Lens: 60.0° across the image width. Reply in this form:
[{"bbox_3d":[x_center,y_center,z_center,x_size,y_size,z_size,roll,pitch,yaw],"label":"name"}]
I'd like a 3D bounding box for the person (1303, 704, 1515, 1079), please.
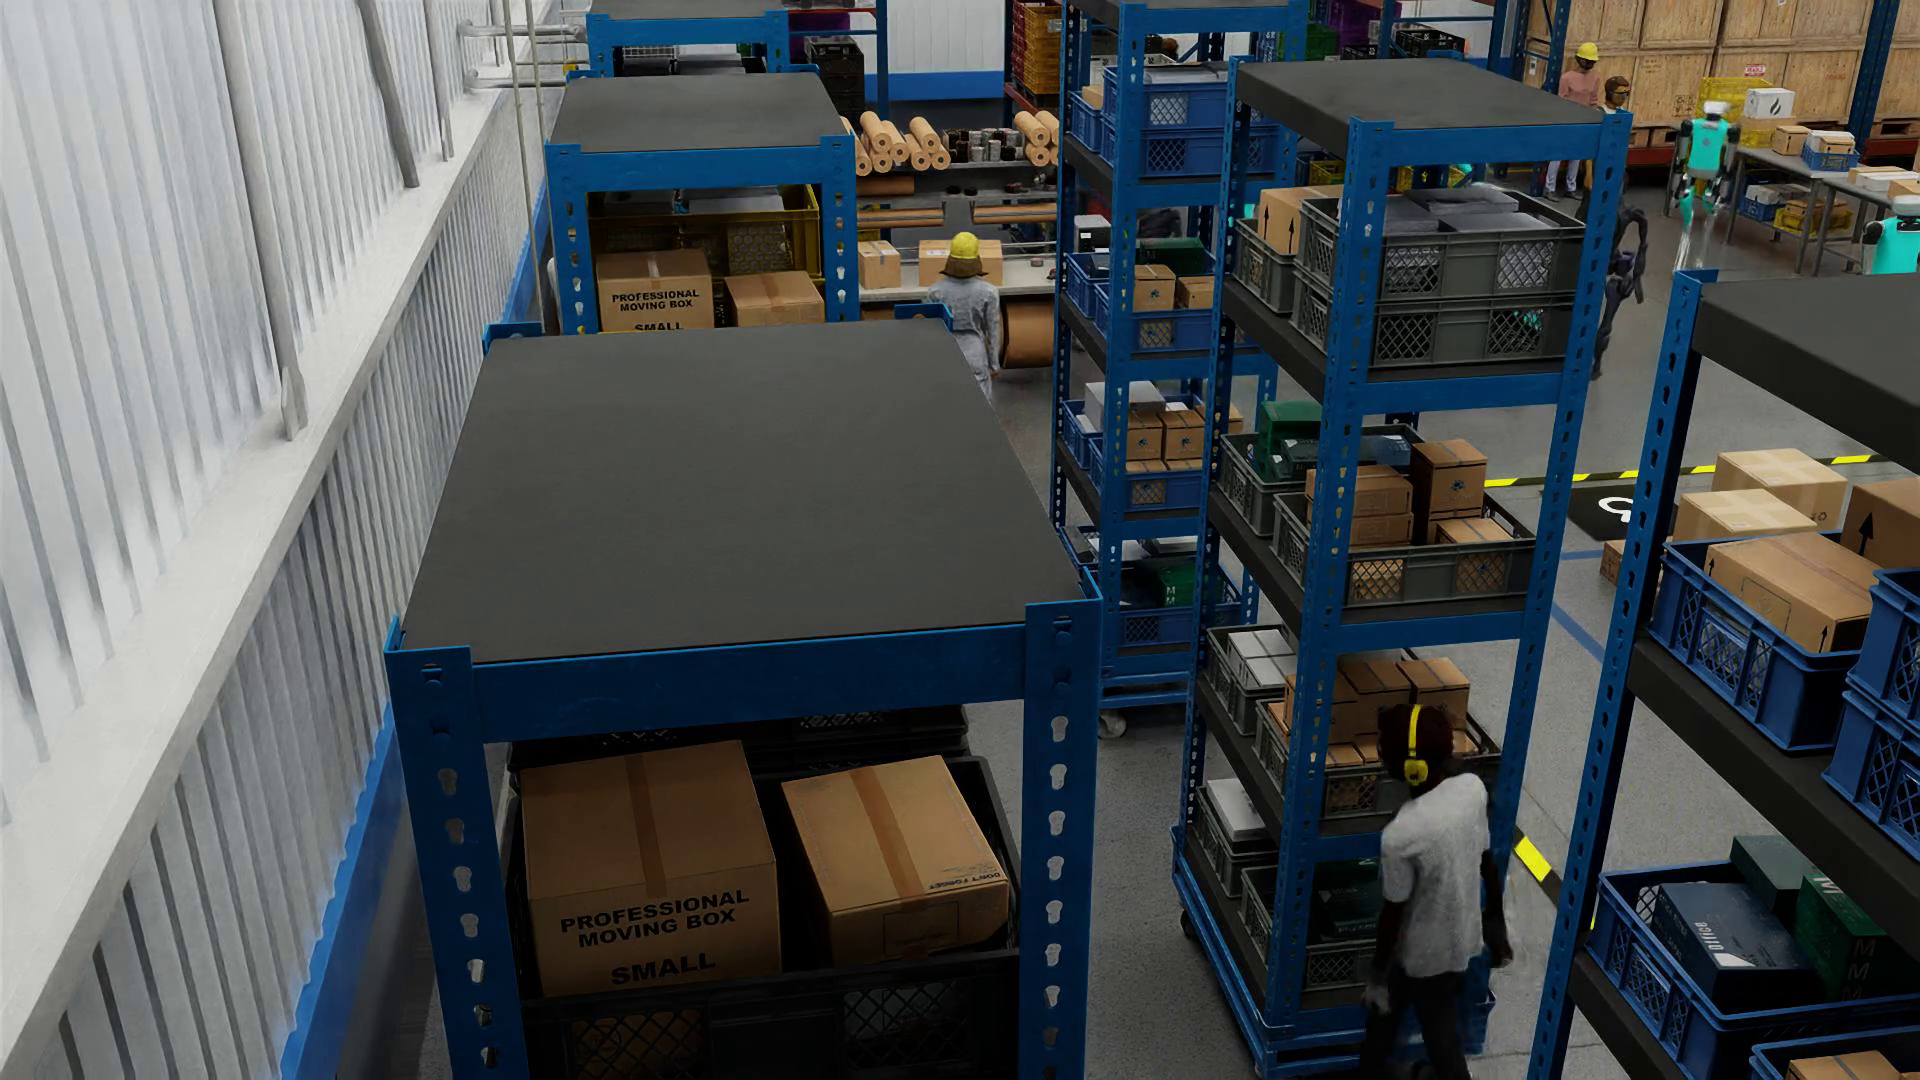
[{"bbox_3d":[1.593,1.355,5.523,0.939,1.804,0.554,20,31,37],"label":"person"}]

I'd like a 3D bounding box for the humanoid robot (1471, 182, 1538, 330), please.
[{"bbox_3d":[4.094,-1.836,12.590,1.041,1.768,0.548,-7,25,-14],"label":"humanoid robot"}]

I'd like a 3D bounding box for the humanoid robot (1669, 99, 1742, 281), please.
[{"bbox_3d":[7.088,-3.352,15.857,0.531,1.760,0.981,15,28,29],"label":"humanoid robot"}]

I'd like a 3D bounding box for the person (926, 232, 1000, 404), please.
[{"bbox_3d":[0.021,-1.195,11.129,0.487,1.742,0.318,2,25,4],"label":"person"}]

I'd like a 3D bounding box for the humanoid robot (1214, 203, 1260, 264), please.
[{"bbox_3d":[2.611,-3.139,15.504,0.545,1.891,0.745,0,25,1],"label":"humanoid robot"}]

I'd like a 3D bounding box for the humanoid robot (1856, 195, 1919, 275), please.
[{"bbox_3d":[6.647,-1.548,11.747,0.533,1.677,0.735,0,25,1],"label":"humanoid robot"}]

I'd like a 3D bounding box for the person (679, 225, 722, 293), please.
[{"bbox_3d":[-1.673,-1.399,11.440,0.966,1.872,0.605,12,27,25],"label":"person"}]

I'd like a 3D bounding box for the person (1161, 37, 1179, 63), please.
[{"bbox_3d":[2.245,-4.671,18.590,0.431,1.836,0.625,8,26,17],"label":"person"}]

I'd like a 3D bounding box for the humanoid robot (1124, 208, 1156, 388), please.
[{"bbox_3d":[1.370,-1.637,12.210,0.722,1.632,0.596,-17,30,-33],"label":"humanoid robot"}]

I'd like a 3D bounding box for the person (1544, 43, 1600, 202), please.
[{"bbox_3d":[6.928,-4.696,18.727,0.524,1.761,0.335,-7,26,-15],"label":"person"}]

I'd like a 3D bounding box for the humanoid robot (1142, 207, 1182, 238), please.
[{"bbox_3d":[1.578,-2.113,13.277,0.809,1.612,0.620,-20,31,-37],"label":"humanoid robot"}]

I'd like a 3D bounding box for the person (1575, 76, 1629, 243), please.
[{"bbox_3d":[6.260,-3.608,16.274,0.506,1.837,0.332,-20,31,-37],"label":"person"}]

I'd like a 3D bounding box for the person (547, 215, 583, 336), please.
[{"bbox_3d":[-2.492,-1.283,11.193,0.568,1.848,0.379,10,27,22],"label":"person"}]

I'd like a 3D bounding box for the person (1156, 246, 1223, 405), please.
[{"bbox_3d":[1.455,-1.050,10.722,0.589,1.819,0.818,-3,25,-7],"label":"person"}]

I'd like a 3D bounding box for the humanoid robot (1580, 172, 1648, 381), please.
[{"bbox_3d":[5.212,-2.140,13.297,0.610,1.634,0.679,18,30,33],"label":"humanoid robot"}]

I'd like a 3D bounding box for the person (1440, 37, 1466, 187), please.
[{"bbox_3d":[5.388,-4.537,18.235,0.606,1.889,0.605,-3,25,-7],"label":"person"}]

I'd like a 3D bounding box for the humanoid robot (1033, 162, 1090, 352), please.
[{"bbox_3d":[0.838,-2.383,13.796,0.600,1.641,0.488,-16,29,-31],"label":"humanoid robot"}]

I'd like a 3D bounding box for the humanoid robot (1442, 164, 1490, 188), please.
[{"bbox_3d":[5.106,-3.862,16.925,0.546,1.719,1.007,-7,26,-16],"label":"humanoid robot"}]
